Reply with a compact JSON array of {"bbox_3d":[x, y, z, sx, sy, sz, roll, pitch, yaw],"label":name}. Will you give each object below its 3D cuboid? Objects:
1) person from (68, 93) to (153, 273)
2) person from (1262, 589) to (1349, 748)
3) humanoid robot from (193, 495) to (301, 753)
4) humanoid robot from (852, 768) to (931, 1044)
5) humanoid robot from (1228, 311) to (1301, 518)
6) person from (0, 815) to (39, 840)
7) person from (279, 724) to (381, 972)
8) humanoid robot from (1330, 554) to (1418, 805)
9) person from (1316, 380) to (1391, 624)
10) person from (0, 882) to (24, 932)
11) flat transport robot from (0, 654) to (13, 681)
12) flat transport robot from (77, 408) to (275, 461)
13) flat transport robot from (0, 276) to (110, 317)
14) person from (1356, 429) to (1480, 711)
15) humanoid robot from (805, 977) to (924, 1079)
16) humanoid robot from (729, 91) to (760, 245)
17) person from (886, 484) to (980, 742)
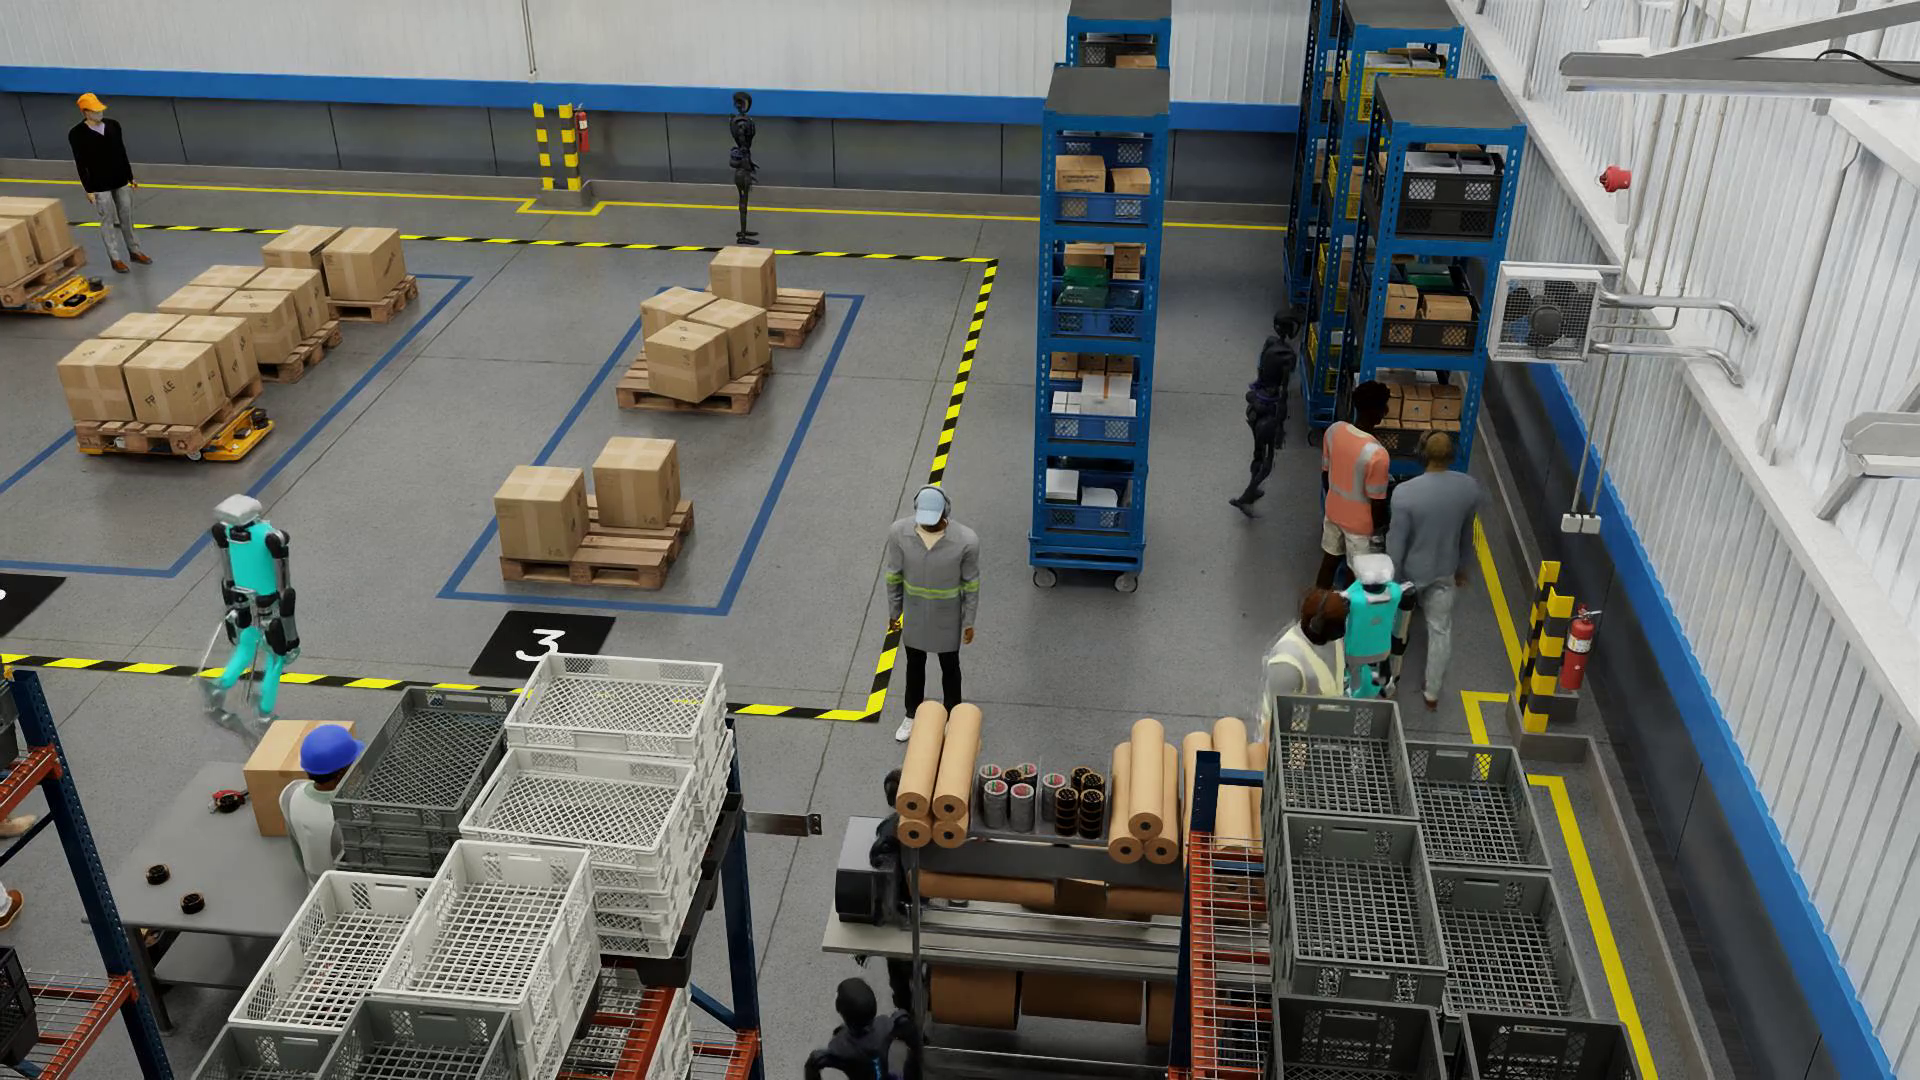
[{"bbox_3d":[-8.971,-3.773,17.549,0.372,1.882,0.591,16,34,25],"label":"person"},{"bbox_3d":[1.942,1.076,9.274,0.545,1.825,0.655,25,38,36],"label":"person"},{"bbox_3d":[-4.353,0.662,10.079,0.557,1.771,0.819,12,32,20],"label":"humanoid robot"},{"bbox_3d":[-0.288,1.808,8.167,0.338,1.651,0.589,18,35,27],"label":"humanoid robot"},{"bbox_3d":[2.360,-1.004,13.005,0.483,1.645,0.614,-4,30,-7],"label":"humanoid robot"},{"bbox_3d":[-5.790,0.984,9.273,0.641,1.995,0.660,-19,35,-29],"label":"person"},{"bbox_3d":[-2.921,1.712,8.064,0.615,1.945,0.390,16,34,25],"label":"person"},{"bbox_3d":[2.313,0.711,10.004,0.564,1.733,0.950,-4,30,-7],"label":"humanoid robot"},{"bbox_3d":[2.677,-0.172,11.287,0.368,1.962,0.603,-15,33,-24],"label":"person"},{"bbox_3d":[-5.458,1.333,8.779,0.574,1.883,0.356,-10,32,-17],"label":"person"},{"bbox_3d":[-7.142,0.969,11.010,1.431,0.231,0.659,3,30,6],"label":"flat transport robot"},{"bbox_3d":[-6.728,-0.944,14.268,1.431,0.197,0.652,3,30,6],"label":"flat transport robot"},{"bbox_3d":[-9.552,-2.522,16.978,1.431,0.197,0.652,3,30,6],"label":"flat transport robot"},{"bbox_3d":[2.979,0.163,10.787,0.653,1.899,0.762,-9,31,-14],"label":"person"},{"bbox_3d":[-0.370,2.472,7.052,0.601,1.641,0.509,-17,34,-27],"label":"humanoid robot"},{"bbox_3d":[-2.373,-4.119,18.338,0.314,1.653,0.599,-2,30,-3],"label":"humanoid robot"},{"bbox_3d":[-0.178,0.463,10.307,0.587,1.850,0.388,6,31,11],"label":"person"}]
